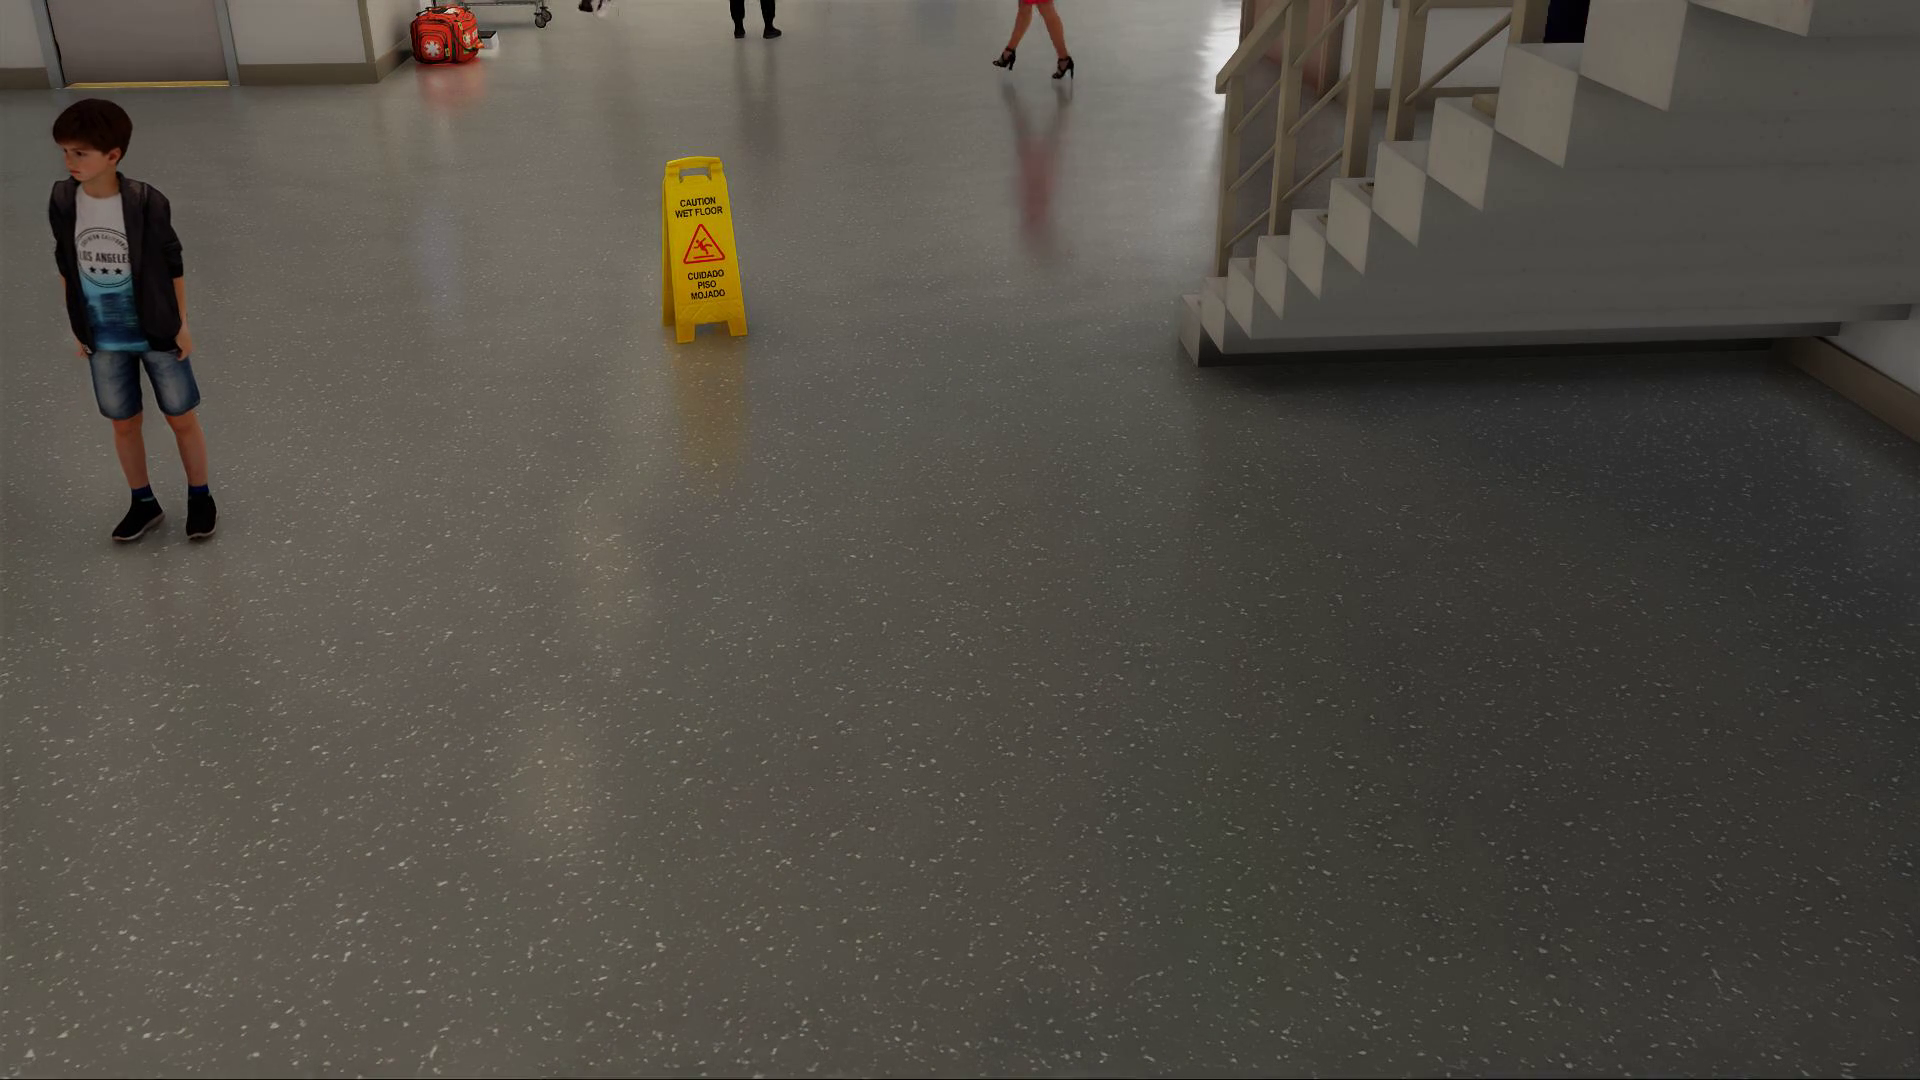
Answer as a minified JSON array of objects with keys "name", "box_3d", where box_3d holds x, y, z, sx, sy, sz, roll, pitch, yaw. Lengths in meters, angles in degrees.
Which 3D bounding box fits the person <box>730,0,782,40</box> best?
[{"name":"person","box_3d":[-1.866,-5.351,14.677,0.657,1.755,0.594,2,26,5]}]

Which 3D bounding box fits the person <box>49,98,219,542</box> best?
[{"name":"person","box_3d":[-2.675,-0.698,5.381,0.521,1.448,0.494,-2,26,-5]}]

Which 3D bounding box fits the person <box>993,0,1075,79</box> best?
[{"name":"person","box_3d":[0.656,-4.371,12.731,1.051,1.679,1.013,18,31,33]}]
